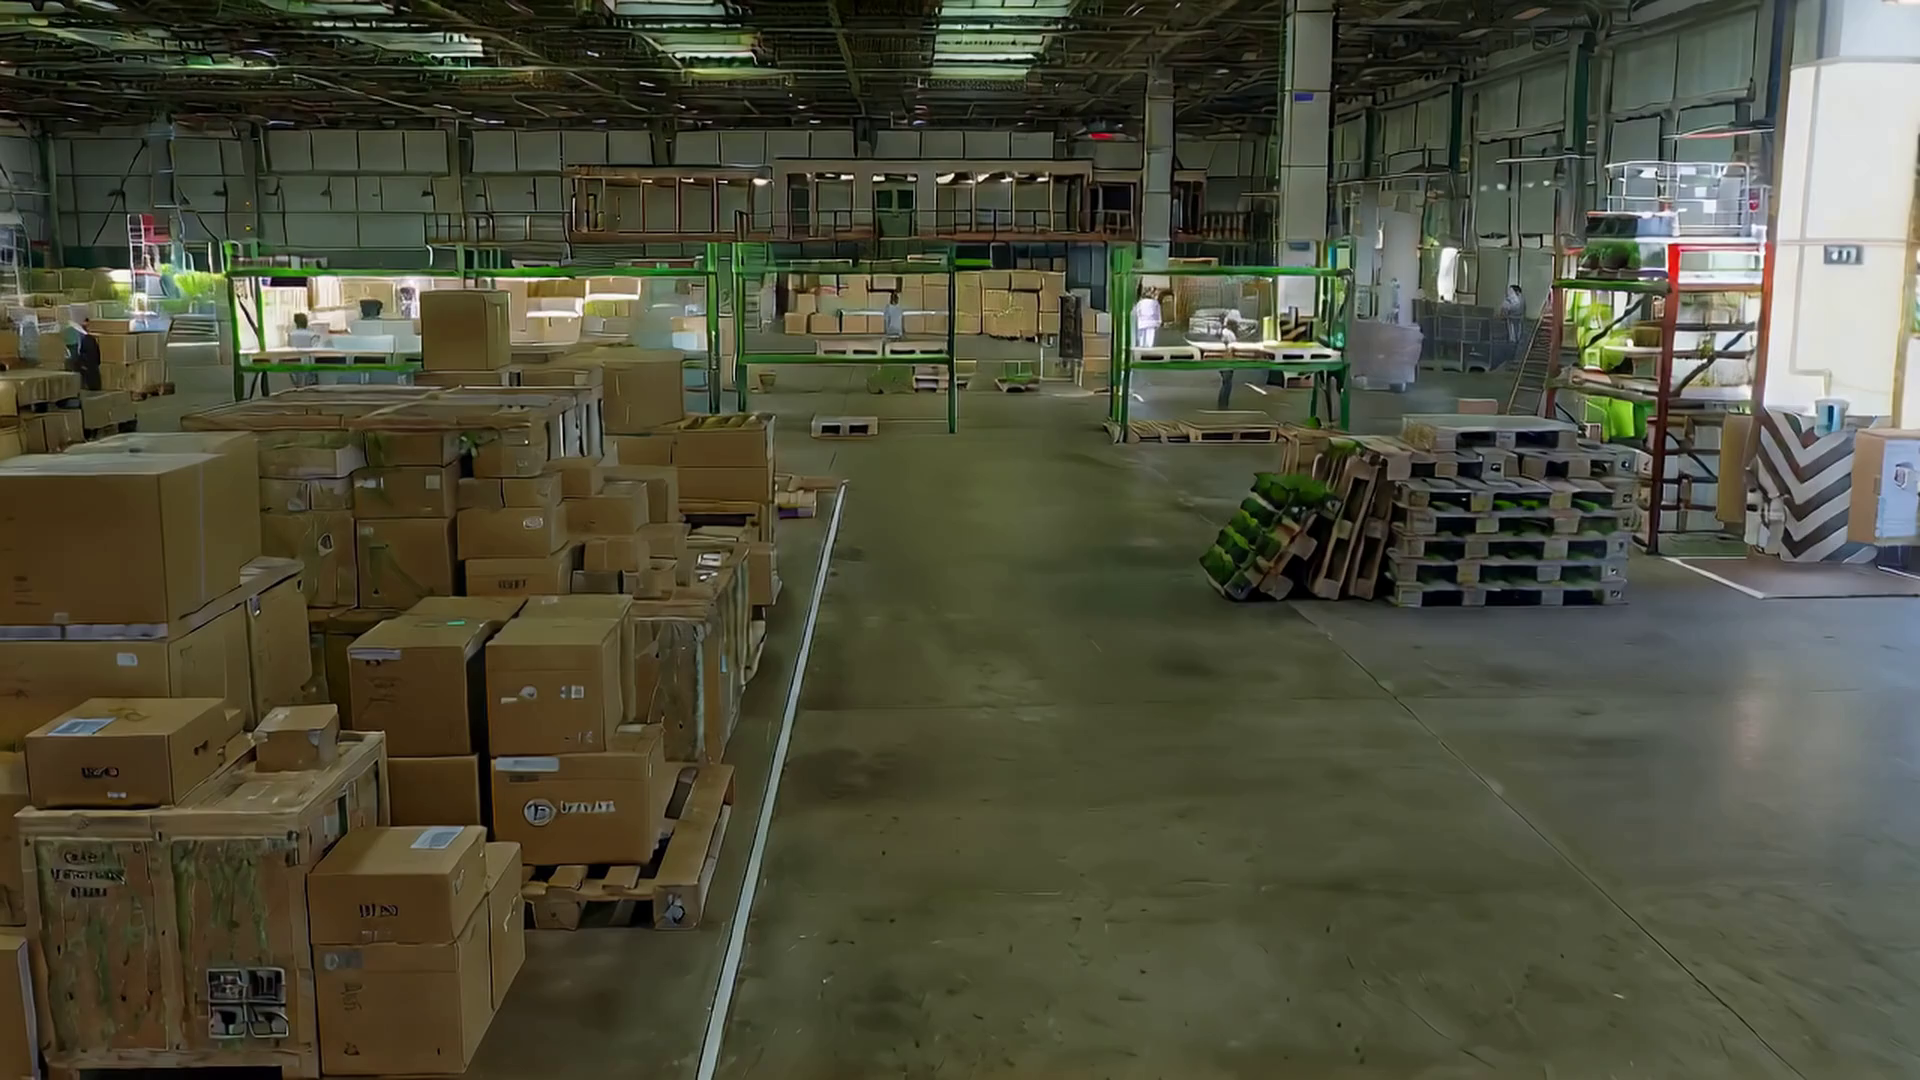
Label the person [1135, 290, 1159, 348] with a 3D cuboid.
[{"bbox_3d":[4.787,-5.512,42.736,0.634,1.799,0.953,1,10,7],"label":"person"}]

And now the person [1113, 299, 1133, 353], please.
[{"bbox_3d":[3.395,-4.141,34.682,0.352,1.934,0.635,8,13,38],"label":"person"}]

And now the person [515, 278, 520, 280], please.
[{"bbox_3d":[-15.841,-8.587,60.032,0.563,1.719,0.570,-2,10,-9],"label":"person"}]

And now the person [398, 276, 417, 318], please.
[{"bbox_3d":[-17.193,-7.234,51.827,0.362,1.965,0.620,6,12,29],"label":"person"}]

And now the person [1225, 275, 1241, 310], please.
[{"bbox_3d":[10.998,-9.872,66.619,0.643,1.926,0.652,-10,14,-44],"label":"person"}]

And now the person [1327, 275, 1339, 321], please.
[{"bbox_3d":[13.709,-8.953,61.425,0.621,1.961,0.936,-4,11,-21],"label":"person"}]

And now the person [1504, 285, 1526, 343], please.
[{"bbox_3d":[14.287,-5.612,42.930,0.591,1.915,0.592,-2,10,-11],"label":"person"}]

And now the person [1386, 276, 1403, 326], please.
[{"bbox_3d":[14.473,-7.862,55.499,0.550,1.917,0.721,8,13,36],"label":"person"}]

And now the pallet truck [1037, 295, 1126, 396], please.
[{"bbox_3d":[2.483,-3.881,33.060,1.885,1.965,0.823,-7,13,-36],"label":"pallet truck"}]

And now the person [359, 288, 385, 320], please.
[{"bbox_3d":[-14.529,-5.270,41.072,0.627,1.892,0.704,-6,12,-30],"label":"person"}]

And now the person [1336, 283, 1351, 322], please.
[{"bbox_3d":[11.573,-6.877,50.306,0.634,1.812,0.916,7,12,33],"label":"person"}]

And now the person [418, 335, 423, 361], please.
[{"bbox_3d":[-8.328,-2.651,26.525,0.584,1.882,0.337,2,10,11],"label":"person"}]

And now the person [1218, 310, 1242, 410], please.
[{"bbox_3d":[4.413,-2.807,27.292,0.383,1.921,0.585,1,10,7],"label":"person"}]

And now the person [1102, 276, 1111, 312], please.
[{"bbox_3d":[6.260,-10.592,70.762,0.344,1.882,0.584,-3,11,-15],"label":"person"}]

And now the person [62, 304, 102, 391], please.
[{"bbox_3d":[-14.916,-3.011,28.094,0.905,2.000,0.683,0,10,-1],"label":"person"}]

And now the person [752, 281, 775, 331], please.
[{"bbox_3d":[-6.751,-7.991,56.811,0.924,1.686,0.492,-4,11,-21],"label":"person"}]

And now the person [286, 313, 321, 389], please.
[{"bbox_3d":[-10.908,-2.843,27.657,0.513,1.864,0.331,-3,11,-18],"label":"person"}]

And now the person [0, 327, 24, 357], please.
[{"bbox_3d":[-12.479,-1.827,21.793,0.373,1.937,0.630,0,10,-1],"label":"person"}]

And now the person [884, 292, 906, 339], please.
[{"bbox_3d":[-1.578,-5.064,40.120,0.529,1.836,0.941,0,10,-3],"label":"person"}]

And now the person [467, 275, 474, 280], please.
[{"bbox_3d":[-20.318,-10.215,68.774,0.506,1.846,0.346,-2,10,-10],"label":"person"}]
